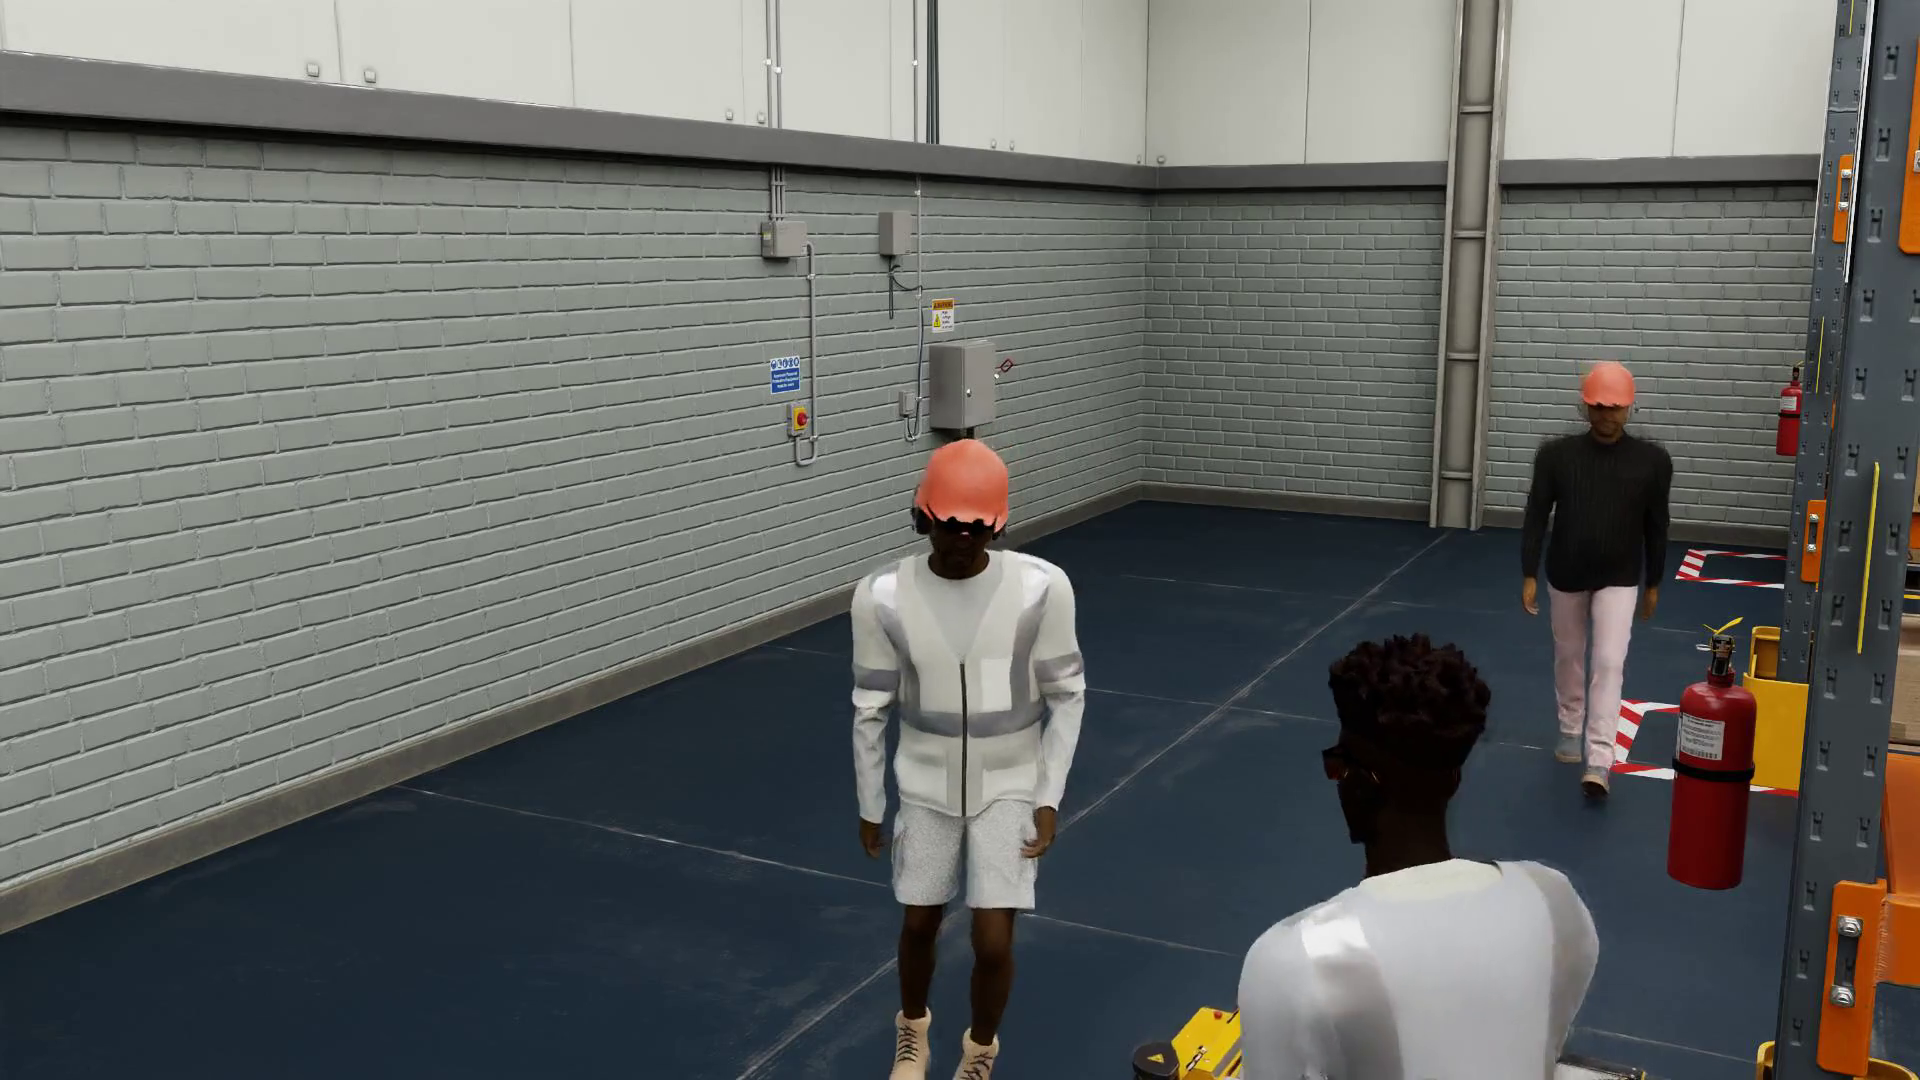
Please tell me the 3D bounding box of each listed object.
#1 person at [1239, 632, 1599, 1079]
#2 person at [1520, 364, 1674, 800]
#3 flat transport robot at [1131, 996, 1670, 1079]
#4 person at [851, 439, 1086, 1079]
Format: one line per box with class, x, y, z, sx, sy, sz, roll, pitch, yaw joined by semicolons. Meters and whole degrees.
person;0.650;1.098;2.531;0.611;1.943;0.438;-4;11;-21
person;2.894;0.168;7.611;0.615;1.934;1.069;5;11;24
flat transport robot;1.230;1.556;4.586;1.431;0.197;0.652;6;12;28
person;0.020;0.691;4.632;0.638;1.986;0.642;1;10;5
